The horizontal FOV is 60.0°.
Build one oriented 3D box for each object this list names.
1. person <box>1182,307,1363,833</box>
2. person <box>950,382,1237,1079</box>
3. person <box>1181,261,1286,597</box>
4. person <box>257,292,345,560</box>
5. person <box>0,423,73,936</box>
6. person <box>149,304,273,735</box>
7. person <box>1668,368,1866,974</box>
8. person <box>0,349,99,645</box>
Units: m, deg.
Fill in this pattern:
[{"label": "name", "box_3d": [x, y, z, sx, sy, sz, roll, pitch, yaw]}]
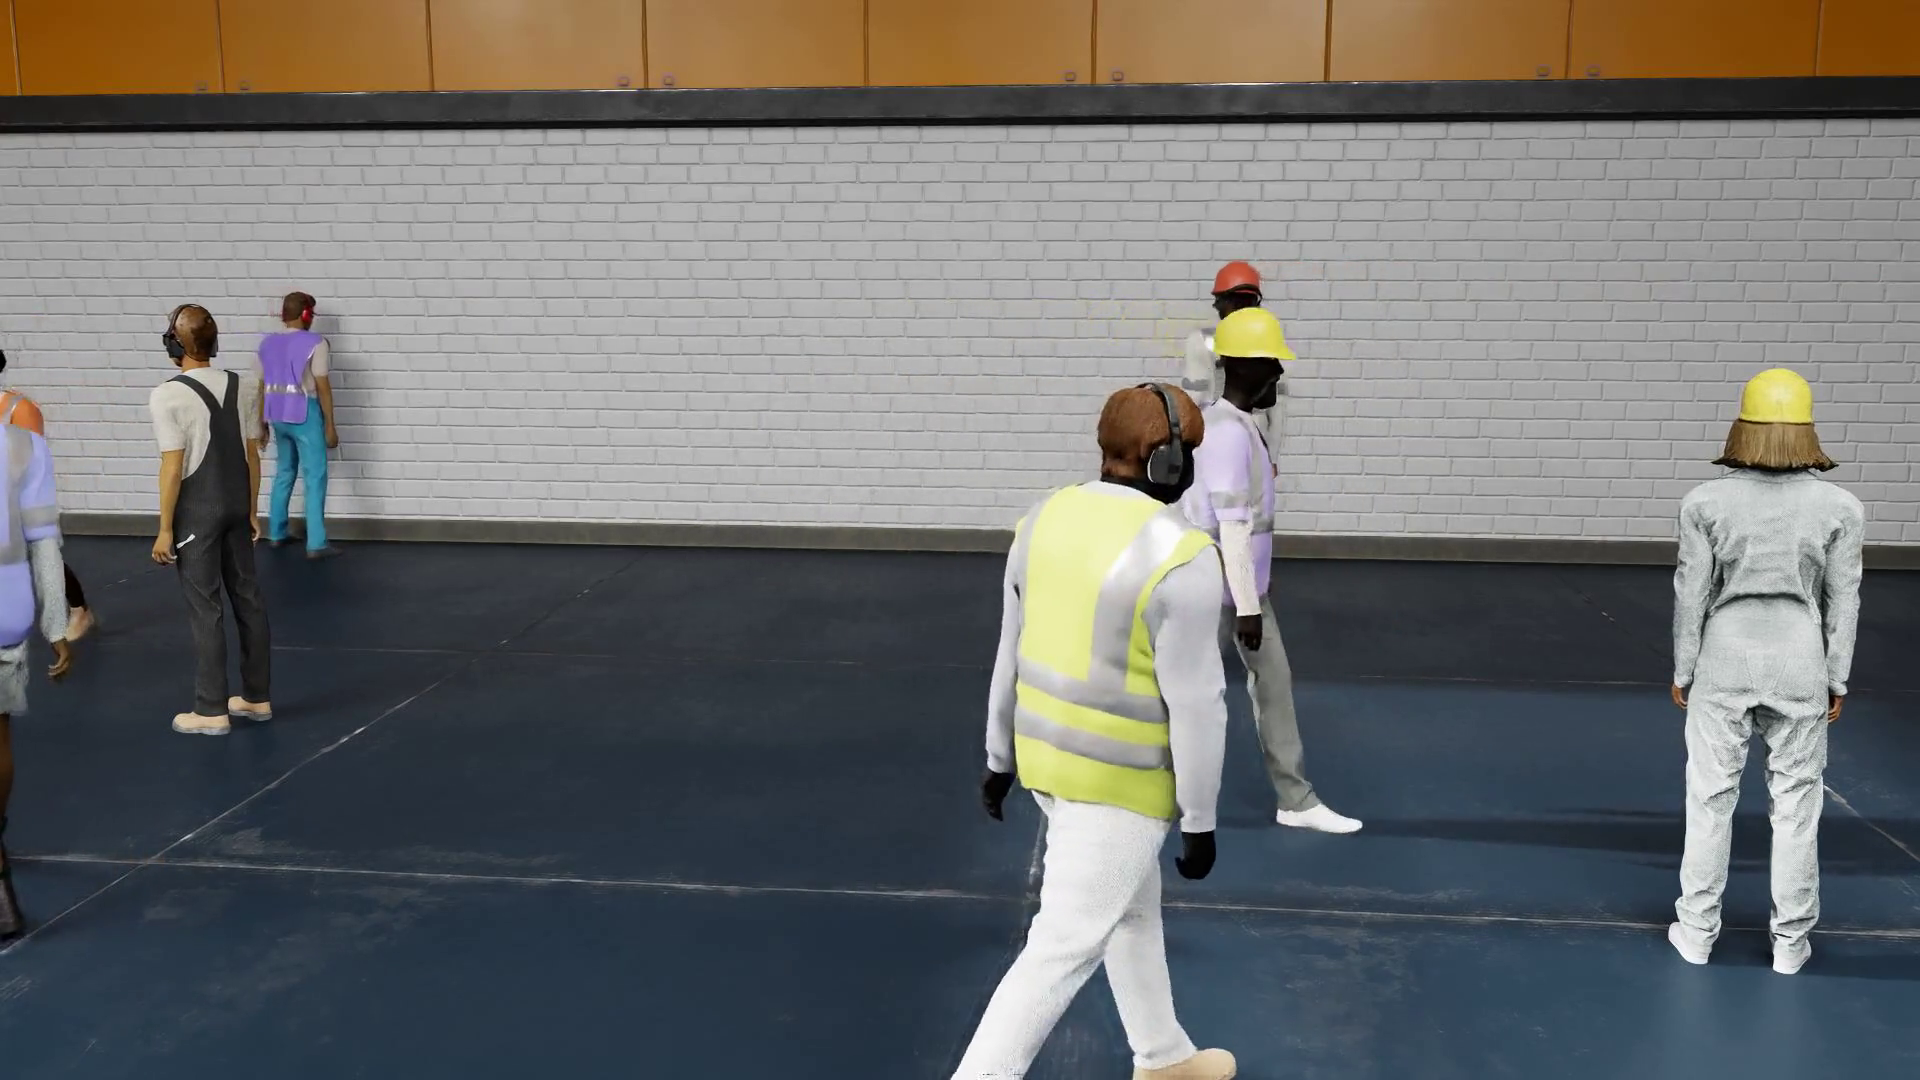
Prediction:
[{"label": "person", "box_3d": [0.919, 0.119, 5.900, 0.984, 1.889, 0.598, 3, 10, 15]}, {"label": "person", "box_3d": [0.269, 0.541, 3.766, 0.978, 1.794, 0.649, -6, 12, -31]}, {"label": "person", "box_3d": [1.507, -0.496, 9.020, 0.615, 2.019, 0.781, -4, 11, -24]}, {"label": "person", "box_3d": [-4.565, -0.790, 11.385, 0.754, 1.794, 0.541, 4, 11, 23]}, {"label": "person", "box_3d": [-3.110, 0.240, 5.193, 0.558, 1.890, 0.977, -8, 13, -40]}, {"label": "person", "box_3d": [-3.231, -0.084, 7.153, 0.344, 1.847, 0.504, 5, 11, 27]}, {"label": "person", "box_3d": [2.296, 0.381, 4.785, 0.486, 1.744, 0.296, 4, 11, 19]}, {"label": "person", "box_3d": [-4.809, -0.209, 8.414, 0.565, 1.645, 0.897, 2, 10, 11]}]
